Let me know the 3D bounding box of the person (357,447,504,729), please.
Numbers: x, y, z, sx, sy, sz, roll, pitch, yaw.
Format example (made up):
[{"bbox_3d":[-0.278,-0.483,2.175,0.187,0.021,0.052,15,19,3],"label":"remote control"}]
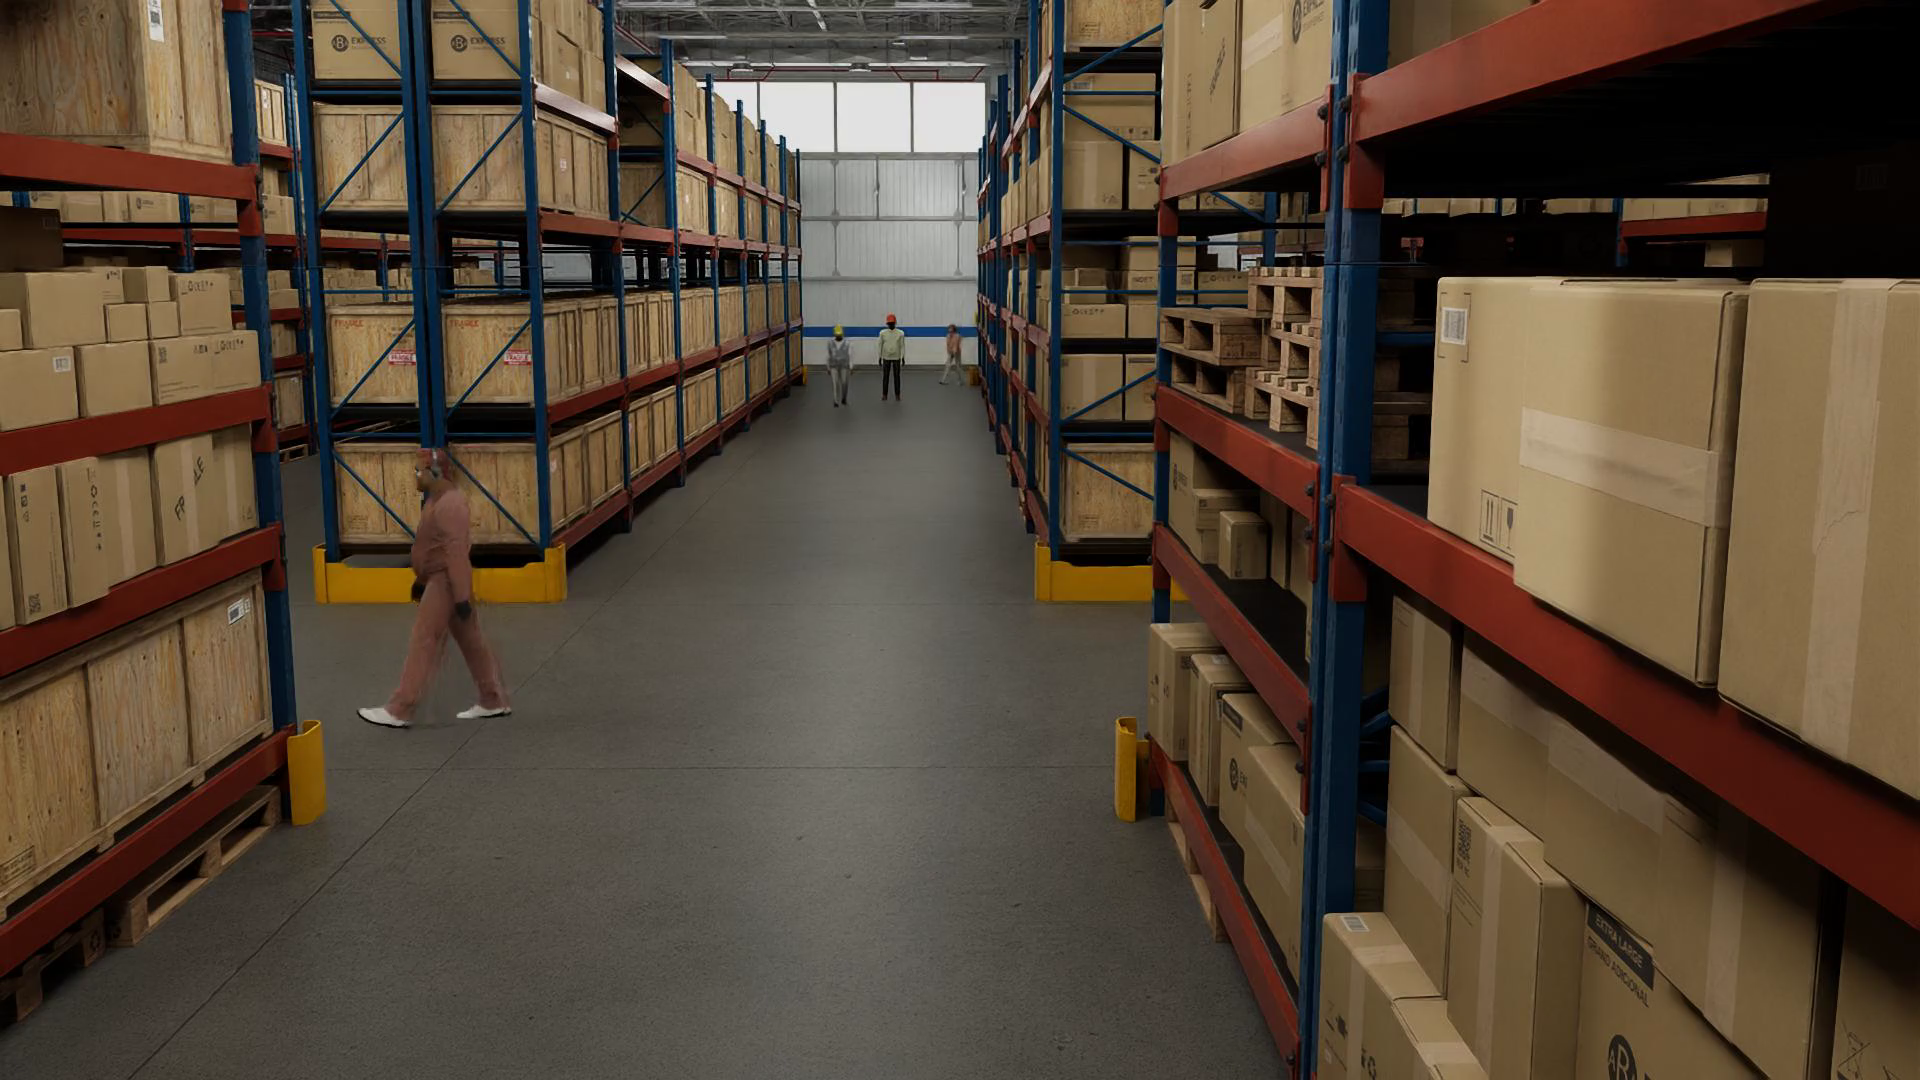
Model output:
[{"bbox_3d":[-3.524,0.319,11.023,0.974,1.862,0.649,-2,10,-13],"label":"person"}]

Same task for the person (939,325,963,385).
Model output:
[{"bbox_3d":[-0.193,-4.826,43.402,0.493,1.578,0.882,7,11,35],"label":"person"}]

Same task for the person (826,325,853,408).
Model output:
[{"bbox_3d":[-2.650,-3.834,36.646,0.600,1.811,0.701,0,9,-1],"label":"person"}]

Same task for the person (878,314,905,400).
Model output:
[{"bbox_3d":[-1.575,-4.216,38.413,0.623,1.992,0.396,0,9,-1],"label":"person"}]
